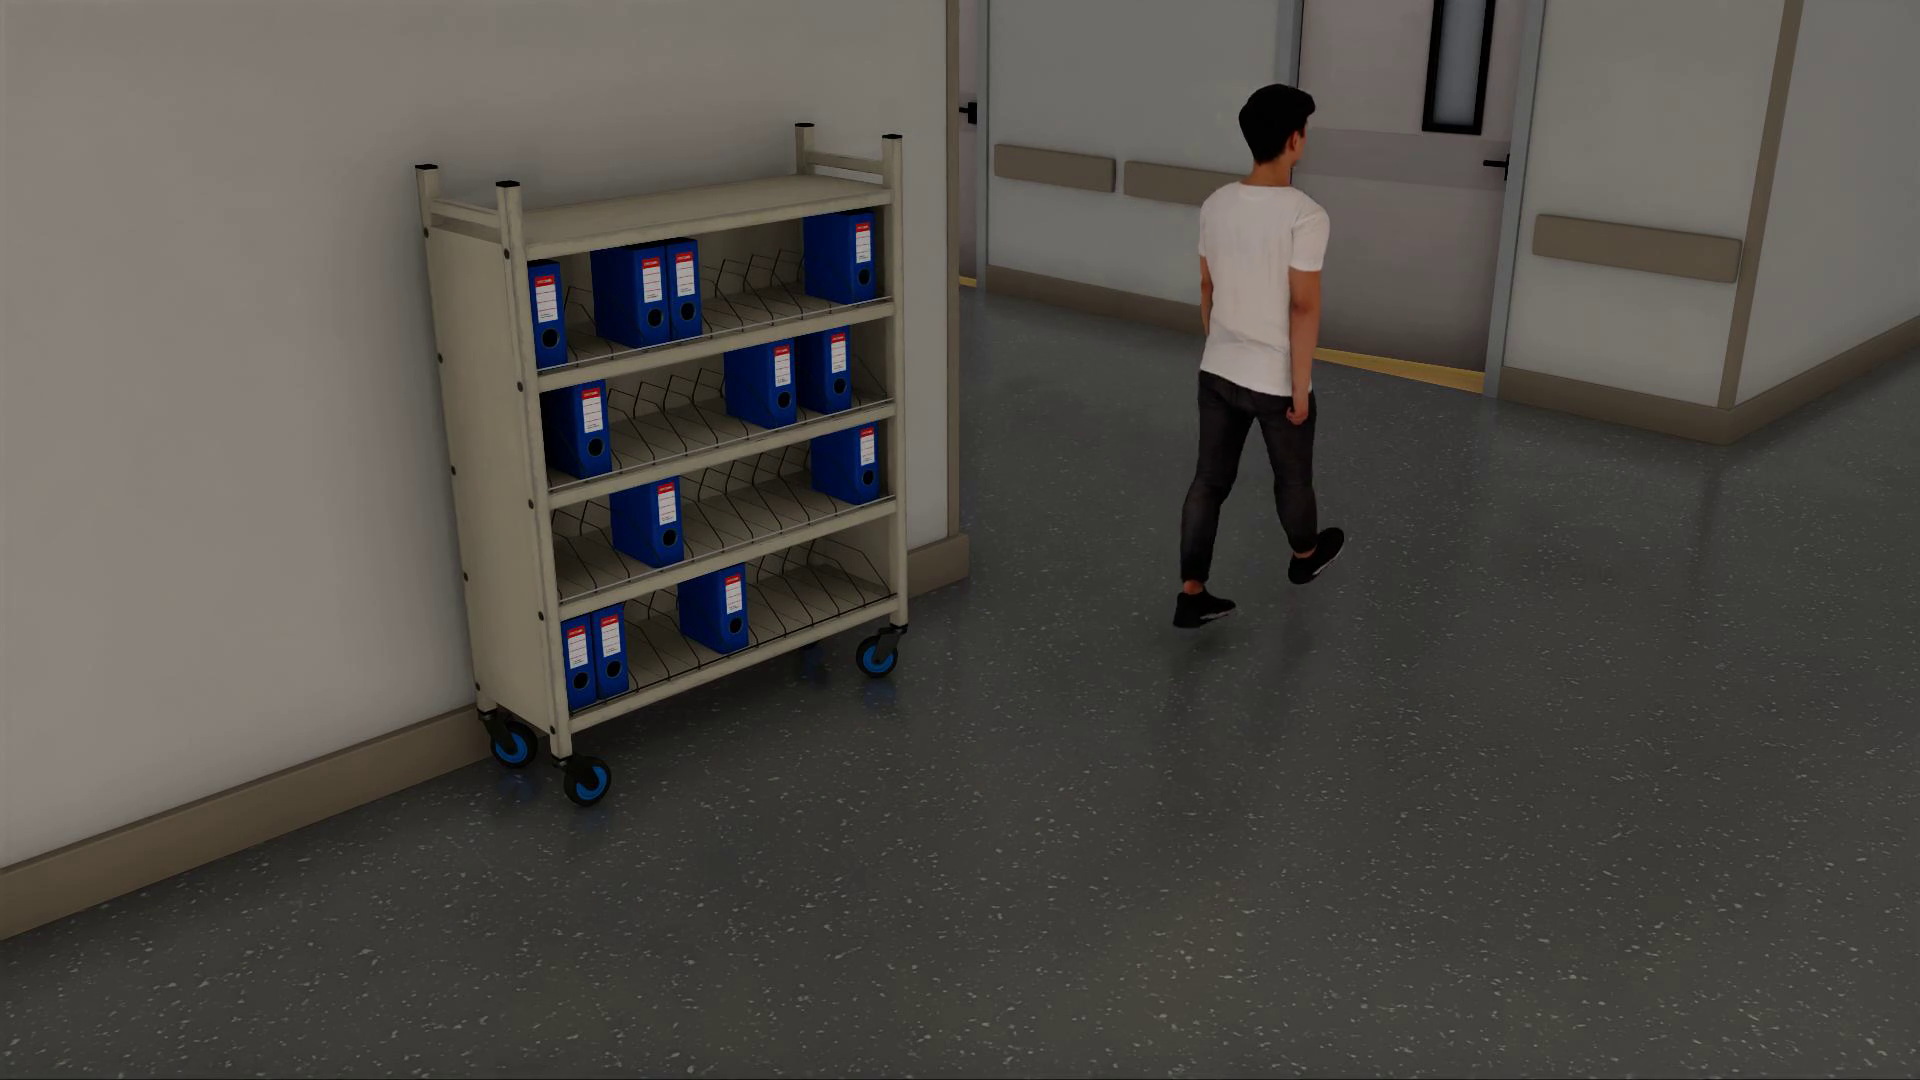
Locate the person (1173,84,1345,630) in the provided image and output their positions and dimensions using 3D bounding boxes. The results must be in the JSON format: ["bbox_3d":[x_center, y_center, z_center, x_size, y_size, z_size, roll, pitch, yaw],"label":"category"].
[{"bbox_3d":[0.876,-0.519,5.205,0.652,1.680,1.061,19,28,40],"label":"person"}]
